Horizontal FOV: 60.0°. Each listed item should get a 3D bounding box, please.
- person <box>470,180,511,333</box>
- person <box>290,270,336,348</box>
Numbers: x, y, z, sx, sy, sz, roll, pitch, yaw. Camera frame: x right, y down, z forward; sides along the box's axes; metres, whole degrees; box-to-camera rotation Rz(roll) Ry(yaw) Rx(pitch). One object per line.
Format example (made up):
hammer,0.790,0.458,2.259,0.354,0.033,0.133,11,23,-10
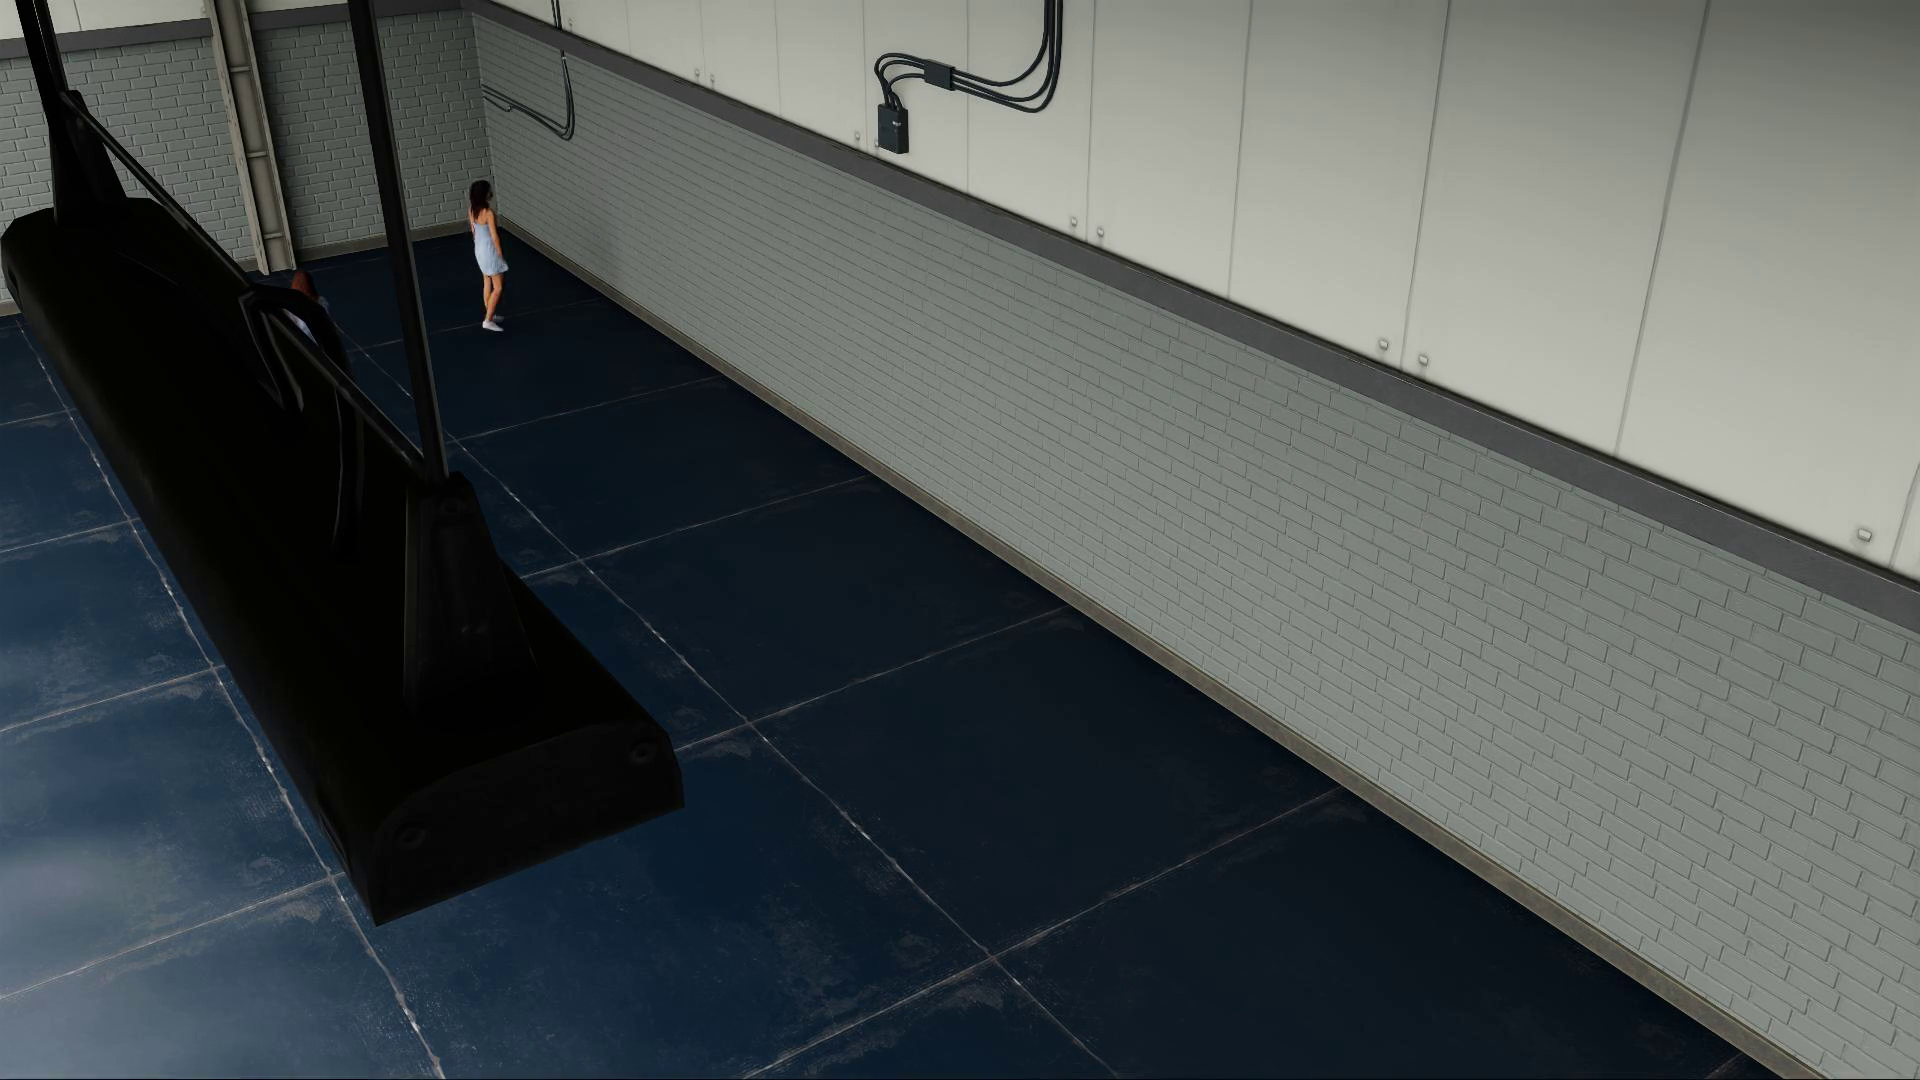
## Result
person,-5.309,-3.198,18.712,0.763,1.720,0.835,13,31,22
person,-6.485,-1.999,16.720,0.533,1.476,0.681,-8,29,-15
